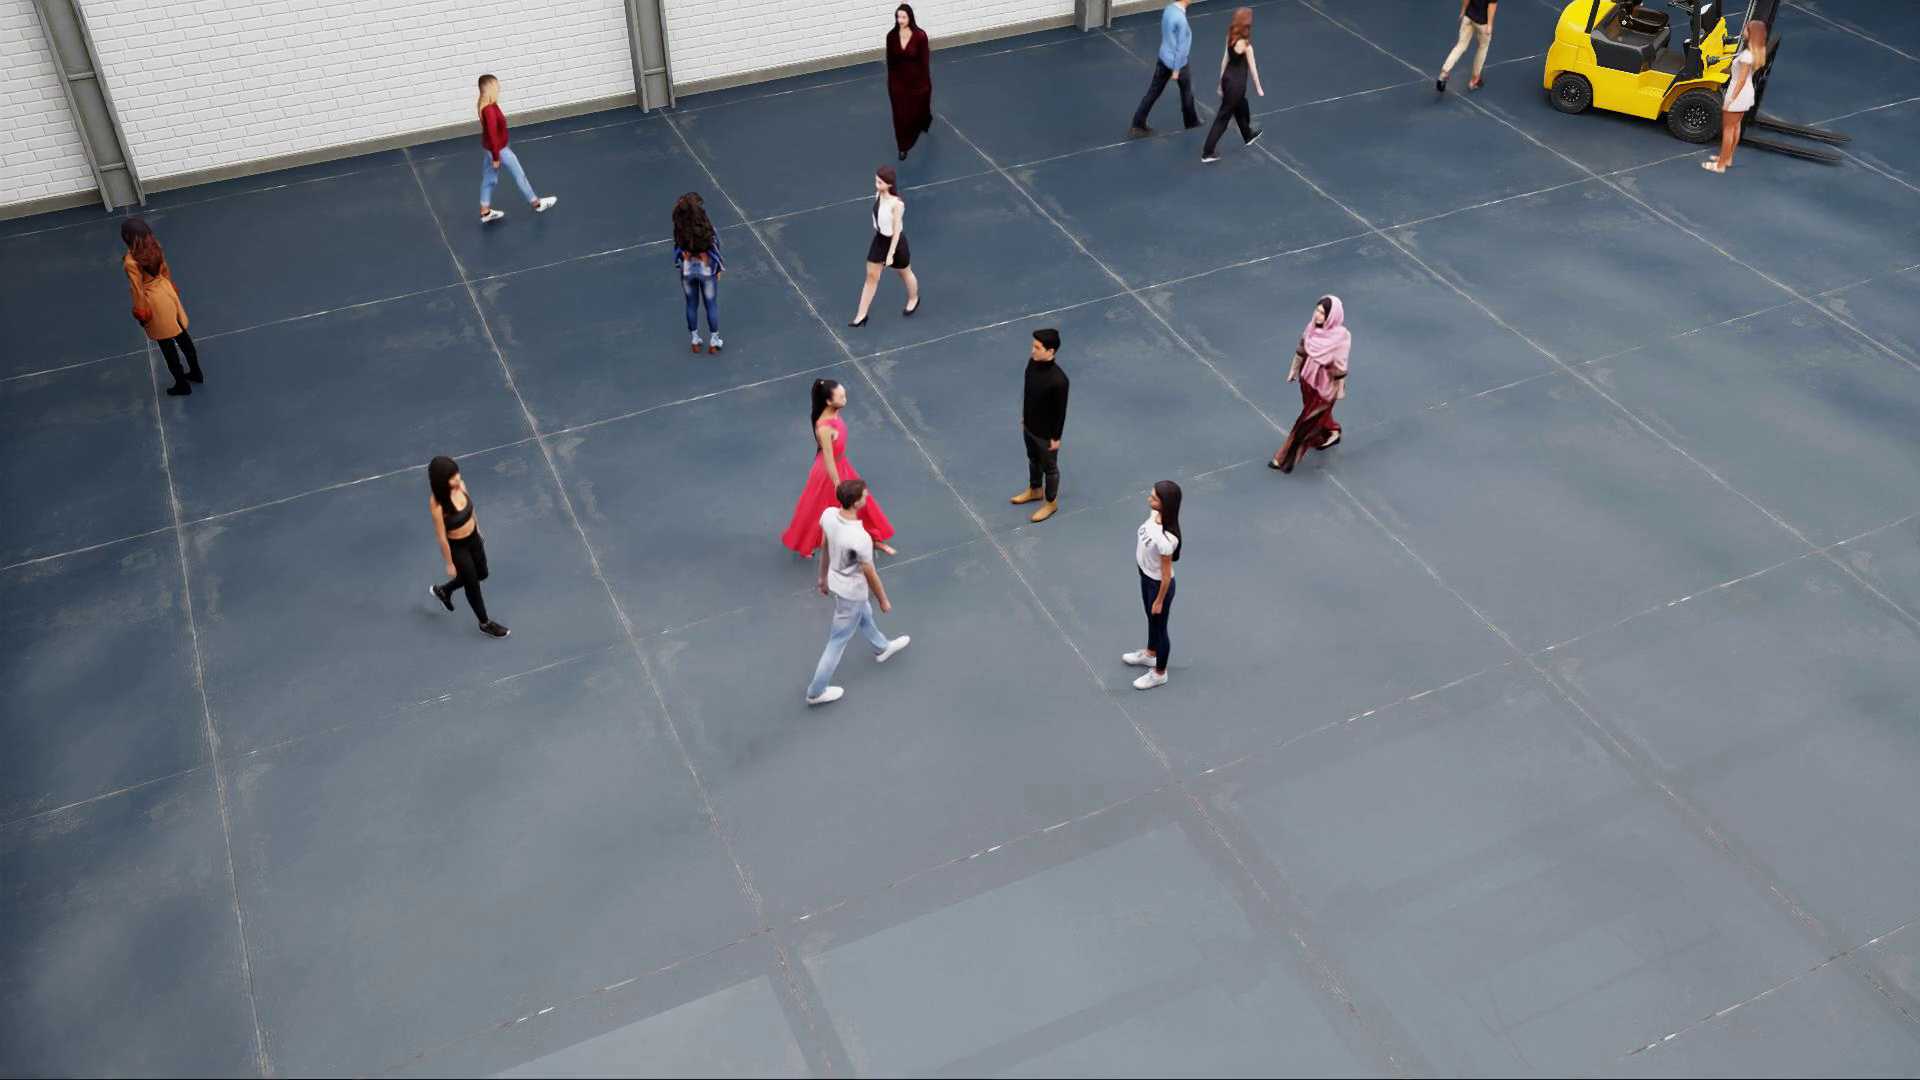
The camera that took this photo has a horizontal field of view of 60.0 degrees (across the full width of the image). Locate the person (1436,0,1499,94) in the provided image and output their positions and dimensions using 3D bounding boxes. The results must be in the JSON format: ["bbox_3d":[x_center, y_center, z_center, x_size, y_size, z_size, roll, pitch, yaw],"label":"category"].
[{"bbox_3d":[6.106,-6.192,19.833,1.151,1.829,0.828,-26,46,-29],"label":"person"}]

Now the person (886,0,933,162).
[{"bbox_3d":[-0.545,-5.146,18.595,0.992,1.740,1.019,8,39,10],"label":"person"}]

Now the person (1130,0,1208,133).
[{"bbox_3d":[2.340,-5.452,18.956,1.180,1.768,0.669,-14,41,-17],"label":"person"}]

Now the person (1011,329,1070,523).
[{"bbox_3d":[0.664,-0.947,13.352,0.563,1.723,0.666,-21,43,-24],"label":"person"}]

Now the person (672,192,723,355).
[{"bbox_3d":[-2.416,-2.469,15.339,0.648,1.622,0.757,3,39,3],"label":"person"}]

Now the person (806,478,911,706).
[{"bbox_3d":[-0.848,0.403,11.599,1.243,1.801,0.828,-23,44,-26],"label":"person"}]

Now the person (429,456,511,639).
[{"bbox_3d":[-3.716,0.029,12.201,0.953,1.634,0.882,12,40,14],"label":"person"}]

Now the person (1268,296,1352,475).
[{"bbox_3d":[3.074,-1.343,13.955,1.090,1.589,0.688,-20,43,-23],"label":"person"}]

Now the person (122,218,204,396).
[{"bbox_3d":[-7.109,-2.080,14.773,0.812,1.720,0.772,10,40,12],"label":"person"}]

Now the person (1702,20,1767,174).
[{"bbox_3d":[8.576,-4.884,18.304,0.705,1.695,0.596,29,47,32],"label":"person"}]

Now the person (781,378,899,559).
[{"bbox_3d":[-1.083,-0.484,12.815,1.221,1.669,1.028,6,39,7],"label":"person"}]

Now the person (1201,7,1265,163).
[{"bbox_3d":[2.945,-4.987,18.433,1.116,1.695,0.613,-19,42,-22],"label":"person"}]

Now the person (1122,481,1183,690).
[{"bbox_3d":[1.402,0.305,11.742,0.626,1.775,0.649,-3,39,-4],"label":"person"}]

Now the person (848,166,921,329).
[{"bbox_3d":[-0.583,-2.774,15.734,1.134,1.605,0.800,-31,48,-33],"label":"person"}]

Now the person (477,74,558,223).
[{"bbox_3d":[-4.896,-4.038,17.333,1.066,1.585,0.693,-22,43,-25],"label":"person"}]
